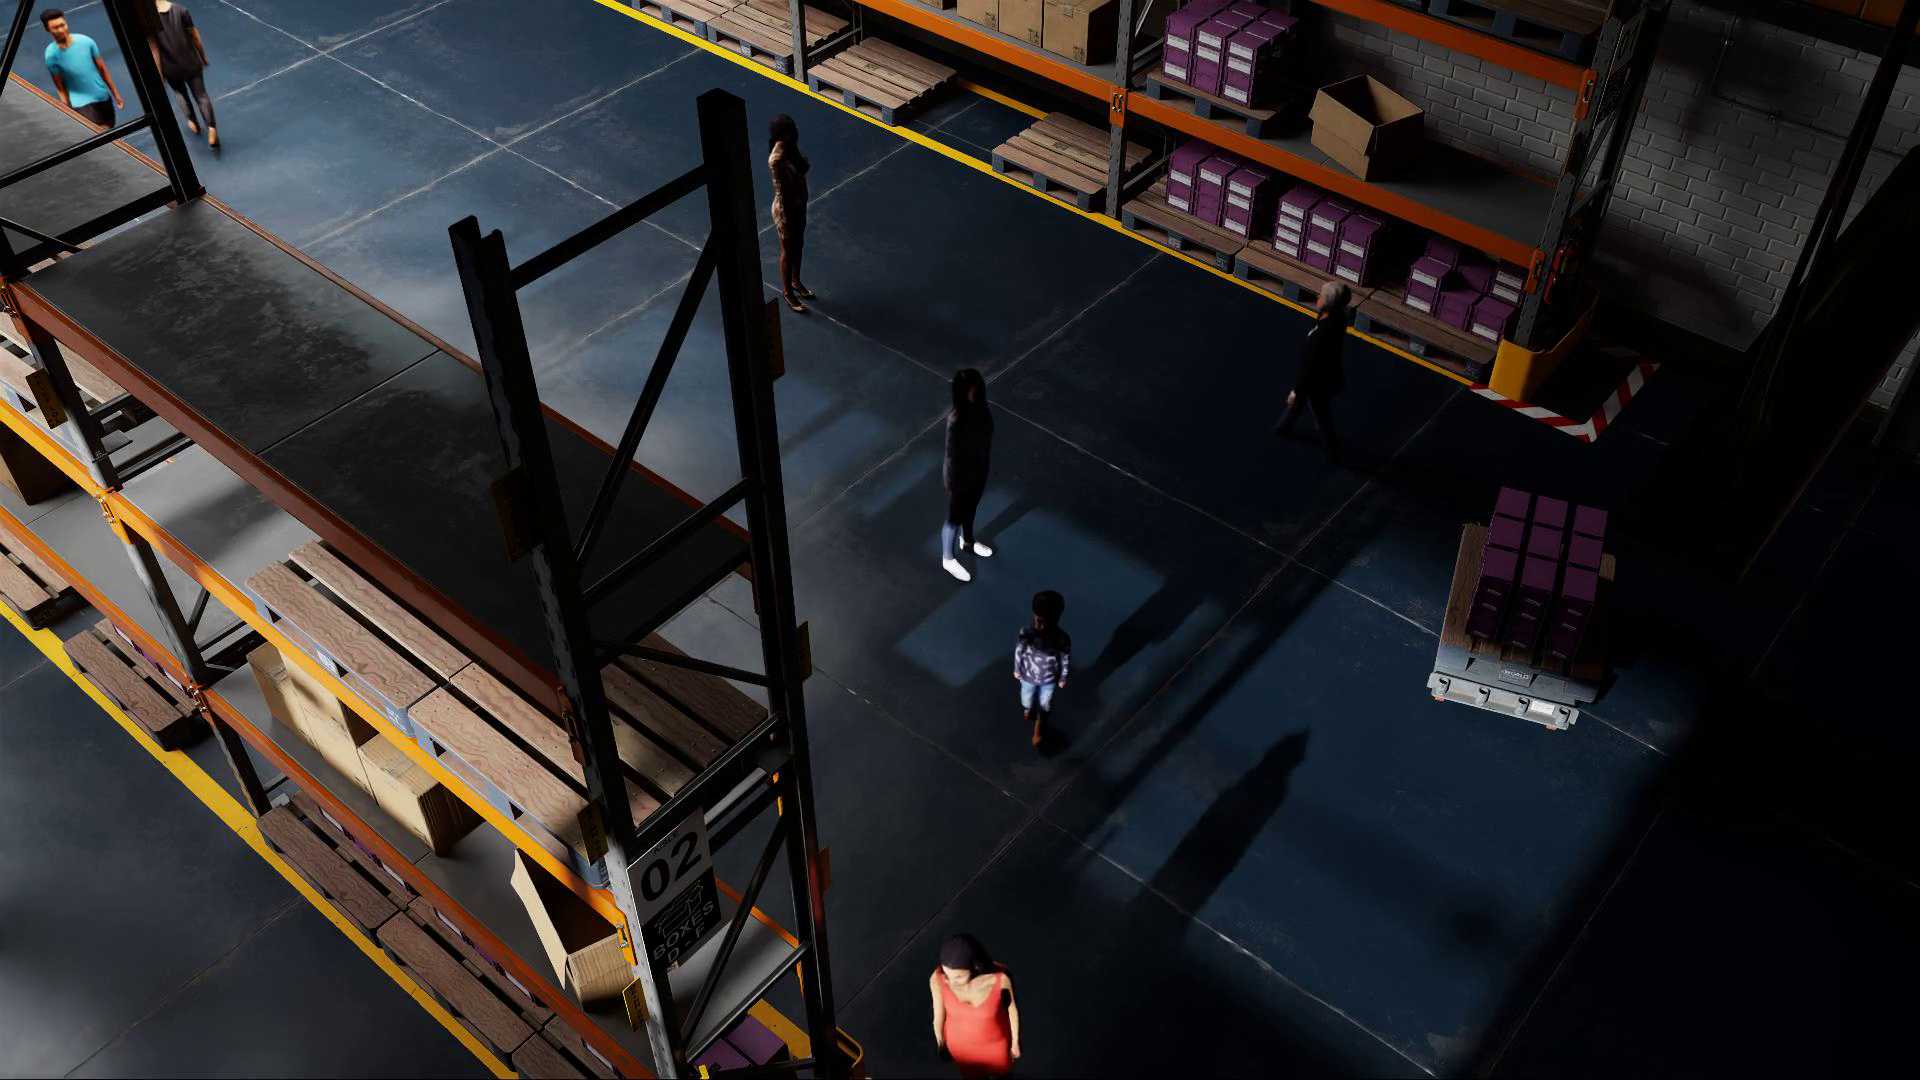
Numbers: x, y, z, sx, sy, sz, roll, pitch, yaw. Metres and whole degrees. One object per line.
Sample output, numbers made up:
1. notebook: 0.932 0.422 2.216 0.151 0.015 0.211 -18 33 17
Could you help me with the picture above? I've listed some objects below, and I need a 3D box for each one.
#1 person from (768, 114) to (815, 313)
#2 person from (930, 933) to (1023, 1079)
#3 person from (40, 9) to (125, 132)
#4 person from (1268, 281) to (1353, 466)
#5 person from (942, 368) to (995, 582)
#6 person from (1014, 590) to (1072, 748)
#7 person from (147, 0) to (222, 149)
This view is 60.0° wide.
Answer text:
1. person: -1.414 -2.724 13.825 0.667 1.793 0.660 13 45 13
2. person: 0.086 2.451 8.461 0.939 1.697 0.991 -5 44 -5
3. person: -8.007 -4.053 15.255 1.083 1.744 0.616 29 51 27
4. person: 2.766 -1.142 12.556 1.157 1.751 0.959 17 46 17
5. person: 0.050 -0.491 11.525 0.550 1.731 0.628 24 49 23
6. person: 0.522 0.771 10.552 0.646 1.246 0.698 7 44 7
7. person: -7.391 -4.515 15.776 0.887 1.694 1.144 -19 47 -19
